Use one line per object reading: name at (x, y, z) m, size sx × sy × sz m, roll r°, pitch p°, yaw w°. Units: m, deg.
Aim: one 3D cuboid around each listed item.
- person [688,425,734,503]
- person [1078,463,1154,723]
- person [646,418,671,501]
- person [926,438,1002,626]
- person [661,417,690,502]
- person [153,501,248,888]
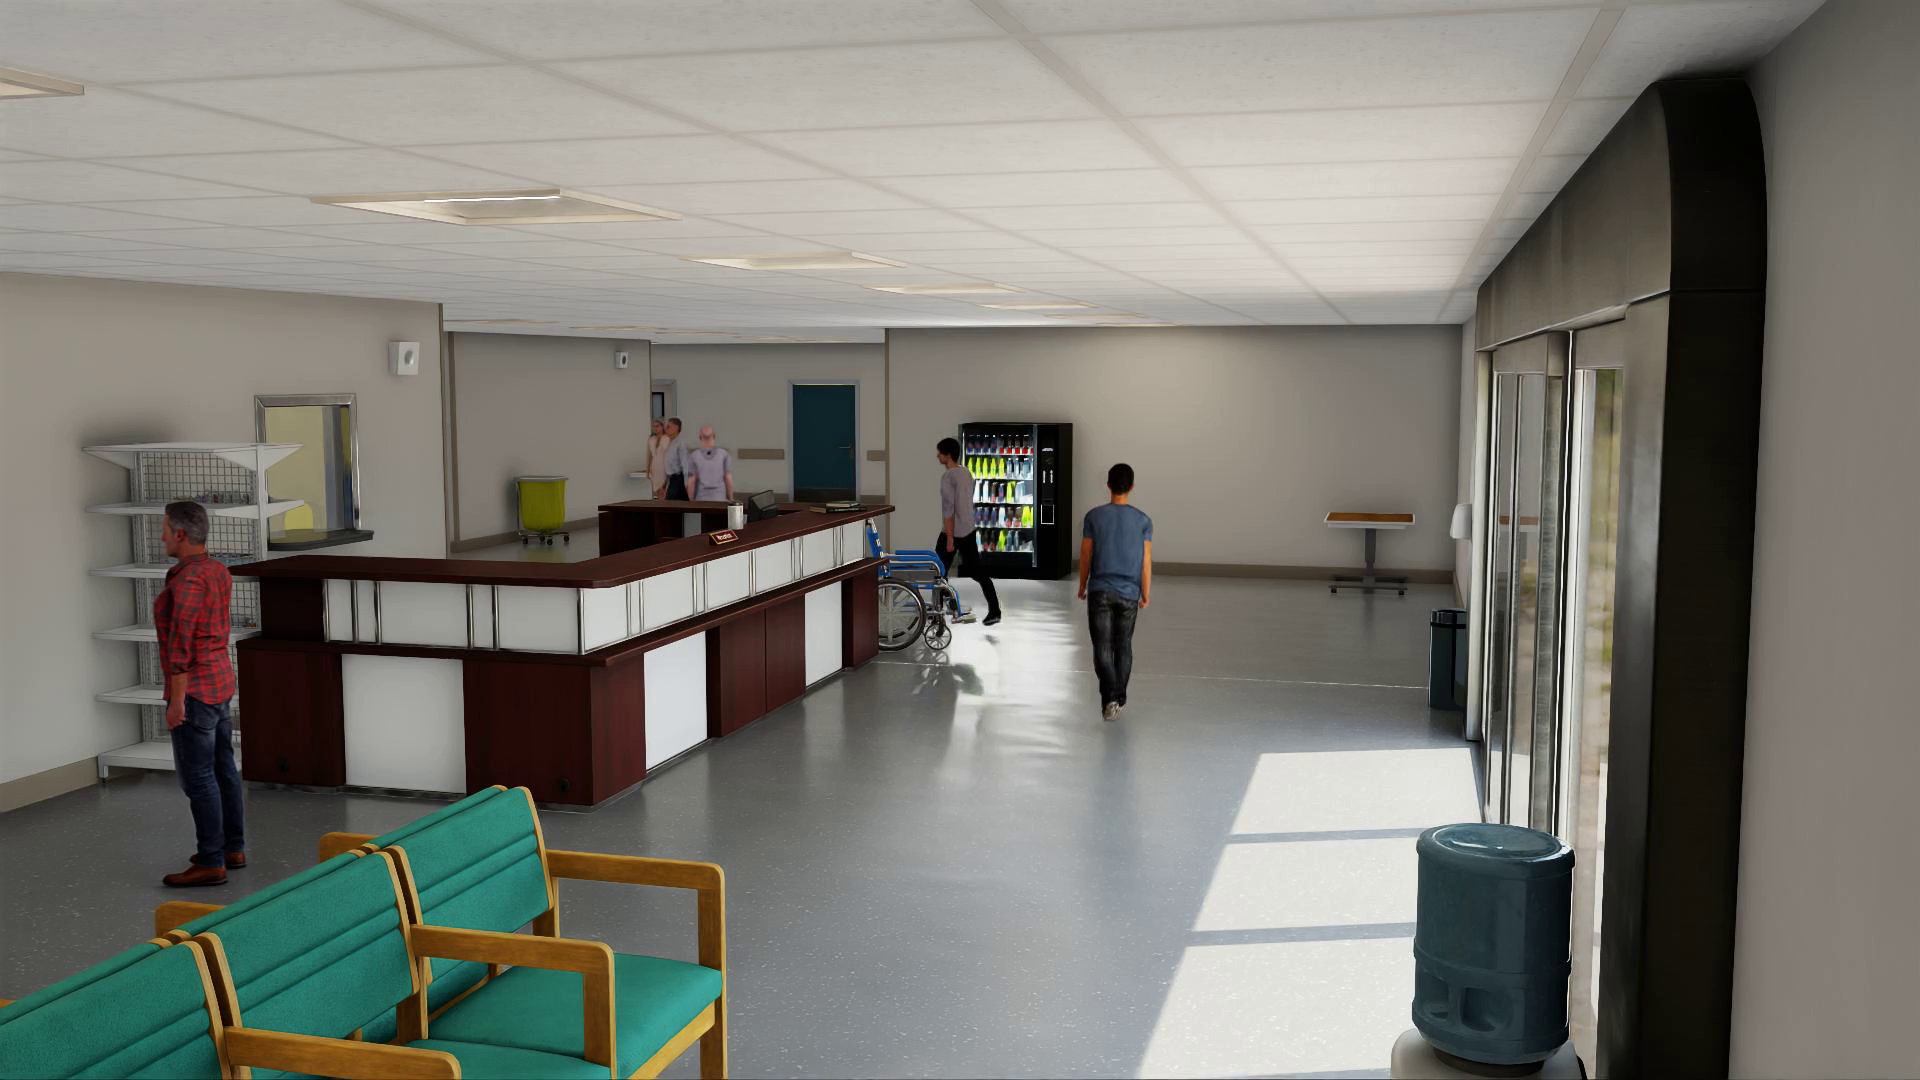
person at (-2.892, -0.414, 19.345) m, size 0.982 × 1.818 × 0.944 m, roll -1°, pitch 6°, yaw -7°
person at (1.071, 0.388, 11.565) m, size 1.139 × 1.779 × 0.930 m, roll 0°, pitch 6°, yaw -1°
person at (-4.630, -1.034, 25.987) m, size 0.546 × 1.723 × 0.659 m, roll 2°, pitch 6°, yaw 16°
person at (0.065, -0.026, 15.663) m, size 1.317 × 1.784 × 1.024 m, roll 4°, pitch 7°, yaw 34°
person at (-3.901, -0.803, 23.444) m, size 1.229 × 1.771 × 1.133 m, roll -3°, pitch 6°, yaw -26°
person at (-3.657, 0.721, 8.012) m, size 0.693 × 1.829 × 0.756 m, roll -1°, pitch 6°, yaw -7°
